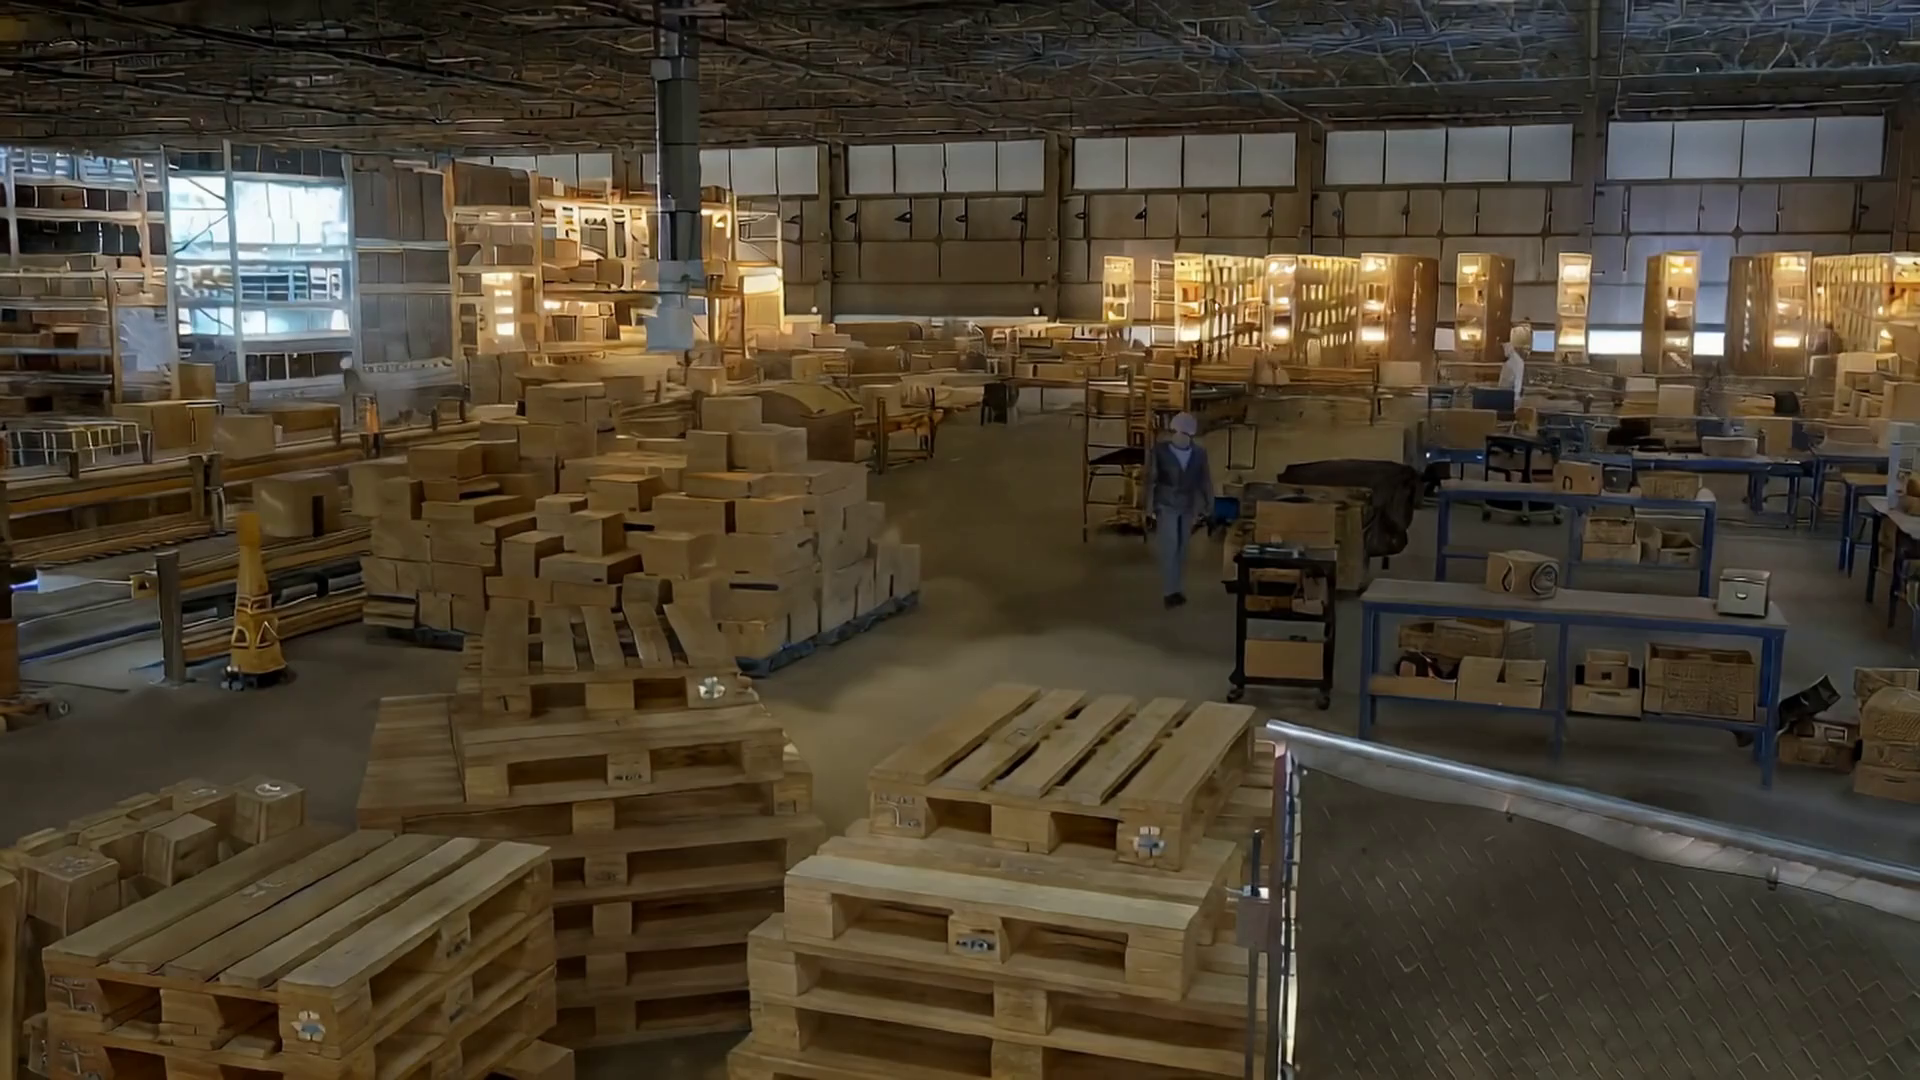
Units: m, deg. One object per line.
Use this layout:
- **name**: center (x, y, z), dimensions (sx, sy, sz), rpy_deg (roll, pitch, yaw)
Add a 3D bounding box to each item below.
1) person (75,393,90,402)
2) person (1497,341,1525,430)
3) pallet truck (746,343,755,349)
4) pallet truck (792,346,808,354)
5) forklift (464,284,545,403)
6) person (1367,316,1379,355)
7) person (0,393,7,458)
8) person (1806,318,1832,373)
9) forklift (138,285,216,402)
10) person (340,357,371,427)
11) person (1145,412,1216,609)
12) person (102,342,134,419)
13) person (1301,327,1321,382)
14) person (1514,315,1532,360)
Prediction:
- **person**: center (-20.985, -4.141, 39.595), dimensions (0.538, 1.753, 0.558), rpy_deg (2, 9, 15)
- **person**: center (9.463, -2.471, 28.658), dimensions (0.403, 1.904, 0.651), rpy_deg (6, 11, 34)
- **pallet truck**: center (-6.183, -4.618, 44.264), dimensions (1.601, 1.201, 0.680), rpy_deg (-9, 12, -43)
- **pallet truck**: center (-3.705, -4.298, 42.022), dimensions (0.653, 1.274, 1.630), rpy_deg (3, 10, 20)
- **forklift**: center (-10.832, -4.702, 39.610), dimensions (1.129, 2.768, 1.873), rpy_deg (3, 10, 20)
- **person**: center (12.635, -6.029, 50.714), dimensions (0.616, 1.993, 0.395), rpy_deg (-8, 12, -41)
- **person**: center (-15.877, -2.121, 27.340), dimensions (0.538, 1.608, 0.611), rpy_deg (2, 9, 15)
- **person**: center (24.304, -5.346, 46.933), dimensions (0.540, 1.827, 0.588), rpy_deg (4, 10, 23)
- **forklift**: center (-17.480, -4.200, 36.461), dimensions (1.873, 2.768, 1.129), rpy_deg (3, 10, 19)
- **person**: center (-10.726, -2.451, 29.553), dimensions (0.873, 1.584, 0.542), rpy_deg (-6, 11, -34)
- **person**: center (2.039, -0.263, 15.163), dimensions (0.588, 1.783, 0.817), rpy_deg (-3, 9, -17)
- **person**: center (-14.296, -2.419, 28.256), dimensions (0.384, 1.931, 0.540), rpy_deg (5, 10, 27)
- **person**: center (8.741, -4.434, 41.488), dimensions (0.673, 1.751, 0.527), rpy_deg (4, 10, 26)
- **person**: center (16.939, -5.837, 50.016), dimensions (0.600, 1.832, 0.404), rpy_deg (-2, 9, -12)
